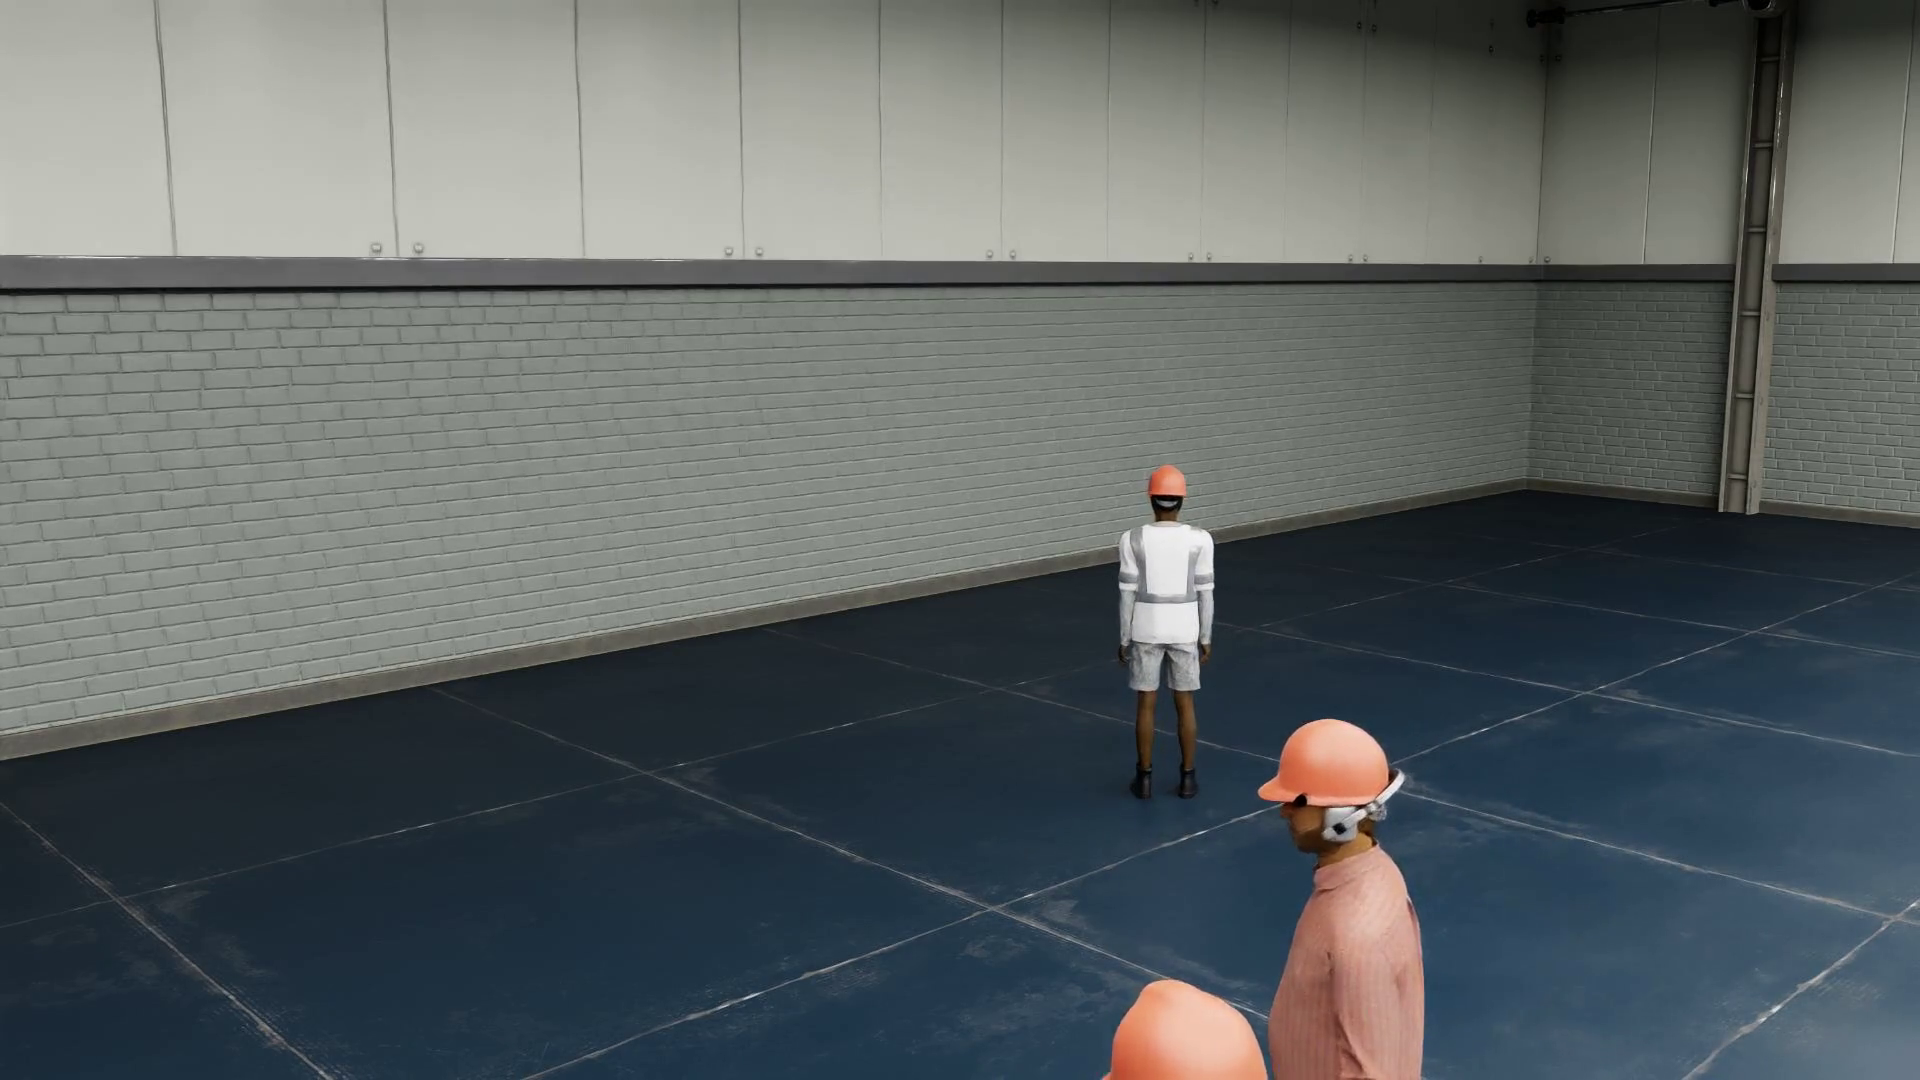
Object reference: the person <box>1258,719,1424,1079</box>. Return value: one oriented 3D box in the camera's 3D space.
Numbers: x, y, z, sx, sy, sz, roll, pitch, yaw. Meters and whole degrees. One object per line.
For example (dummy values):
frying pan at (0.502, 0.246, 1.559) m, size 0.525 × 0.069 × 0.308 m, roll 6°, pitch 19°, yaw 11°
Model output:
person at (0.899, 1.402, 4.016) m, size 0.401 × 1.989 × 0.623 m, roll 2°, pitch 9°, yaw 11°

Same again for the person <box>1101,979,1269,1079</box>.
person at (0.367, 1.646, 2.692) m, size 0.543 × 1.934 × 0.362 m, roll -6°, pitch 11°, yaw -34°

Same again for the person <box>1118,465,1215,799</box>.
person at (1.184, 0.531, 9.602) m, size 0.551 × 1.932 × 0.378 m, roll 0°, pitch 9°, yaw 3°
